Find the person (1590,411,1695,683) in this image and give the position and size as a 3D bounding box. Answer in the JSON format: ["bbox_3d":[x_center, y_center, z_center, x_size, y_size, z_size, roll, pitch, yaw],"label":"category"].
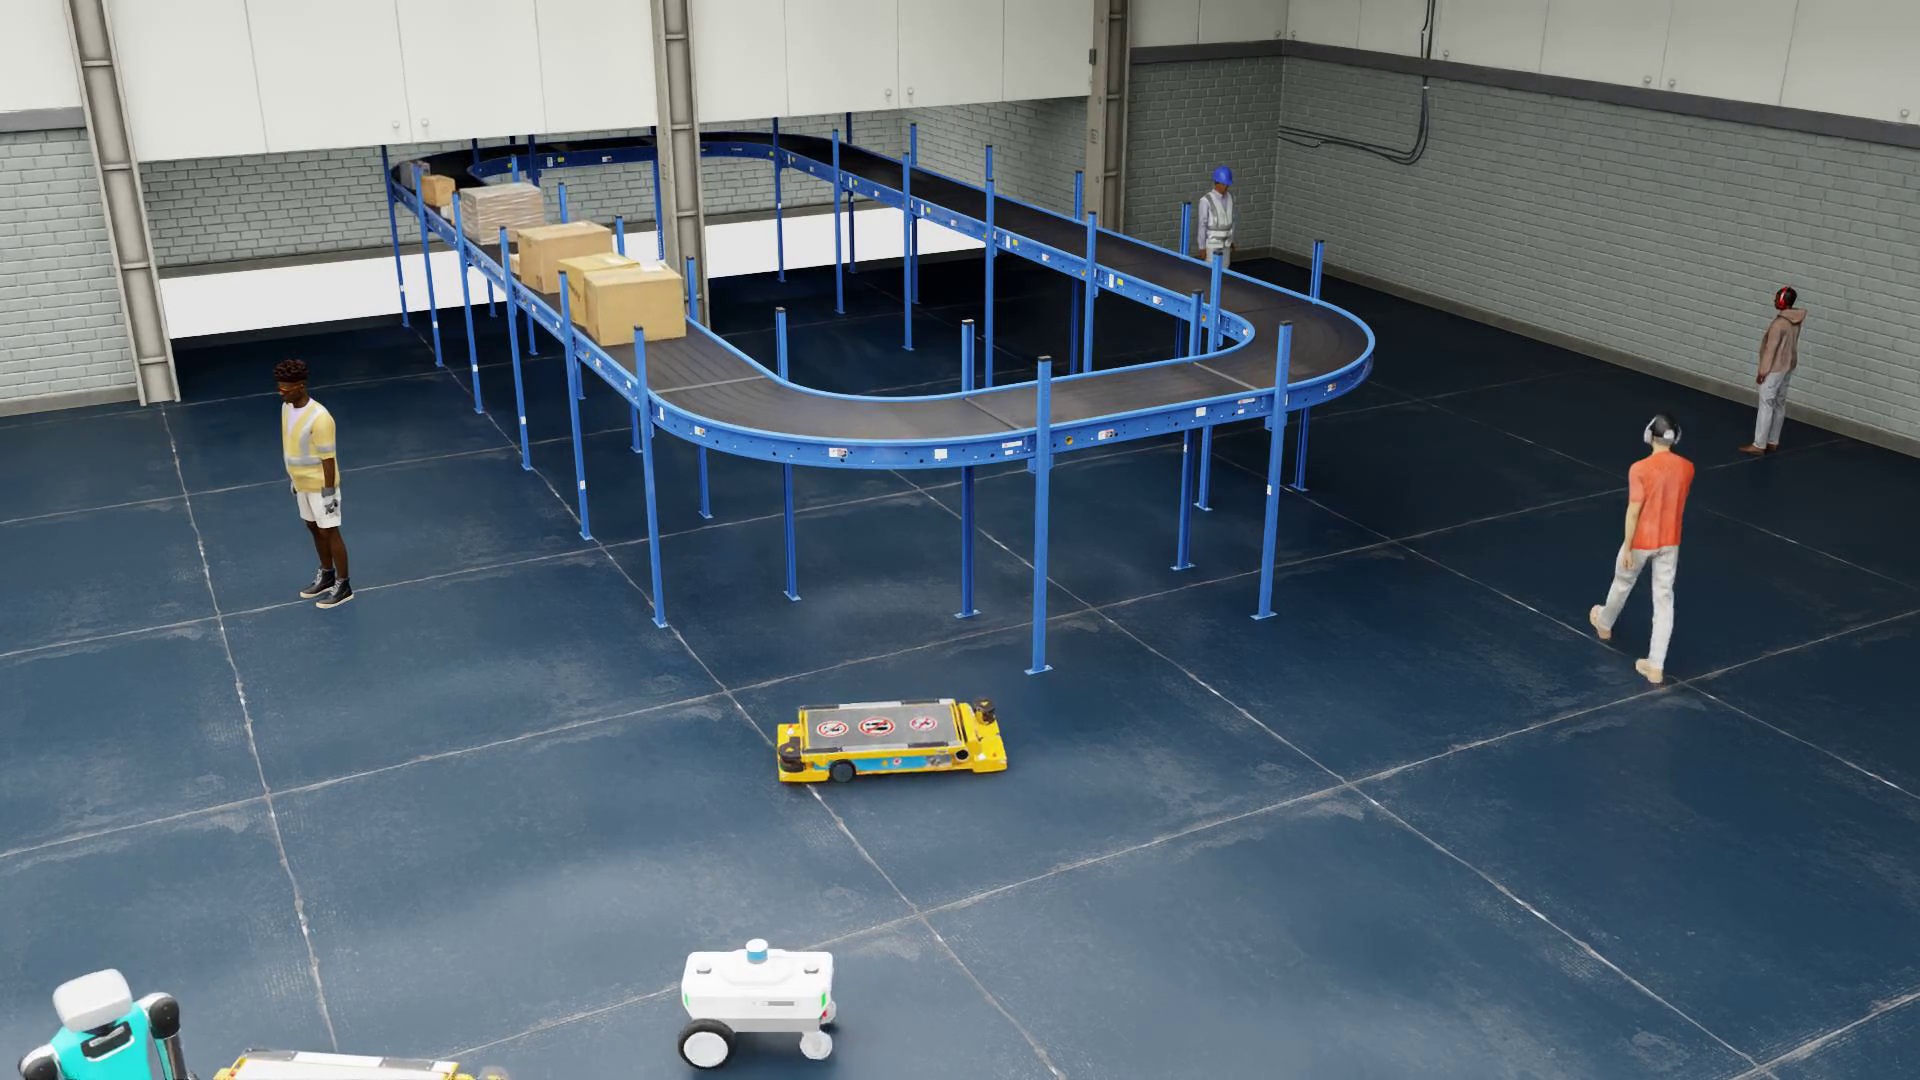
[{"bbox_3d":[4.873,-0.006,11.778,0.471,1.844,1.027,-1,22,-1],"label":"person"}]

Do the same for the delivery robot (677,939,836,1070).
[{"bbox_3d":[-0.977,2.198,8.035,0.766,0.575,0.499,0,22,0],"label":"delivery robot"}]

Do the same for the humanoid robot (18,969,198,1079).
[{"bbox_3d":[-2.851,2.389,5.948,0.677,1.754,0.544,19,29,39],"label":"humanoid robot"}]

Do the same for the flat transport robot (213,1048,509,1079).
[{"bbox_3d":[-2.786,2.607,7.431,1.431,0.231,0.659,2,22,5],"label":"flat transport robot"}]

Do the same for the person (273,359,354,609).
[{"bbox_3d":[-4.949,-0.444,12.728,0.600,1.958,0.372,19,29,39],"label":"person"}]

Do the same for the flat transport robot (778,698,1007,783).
[{"bbox_3d":[-0.450,1.287,10.693,1.431,0.231,0.659,-2,22,-6],"label":"flat transport robot"}]

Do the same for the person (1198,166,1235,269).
[{"bbox_3d":[3.218,-3.717,20.846,0.620,1.935,0.409,-17,28,-36],"label":"person"}]

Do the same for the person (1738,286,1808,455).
[{"bbox_3d":[7.889,-1.631,16.067,0.464,1.647,0.318,-16,27,-34],"label":"person"}]
